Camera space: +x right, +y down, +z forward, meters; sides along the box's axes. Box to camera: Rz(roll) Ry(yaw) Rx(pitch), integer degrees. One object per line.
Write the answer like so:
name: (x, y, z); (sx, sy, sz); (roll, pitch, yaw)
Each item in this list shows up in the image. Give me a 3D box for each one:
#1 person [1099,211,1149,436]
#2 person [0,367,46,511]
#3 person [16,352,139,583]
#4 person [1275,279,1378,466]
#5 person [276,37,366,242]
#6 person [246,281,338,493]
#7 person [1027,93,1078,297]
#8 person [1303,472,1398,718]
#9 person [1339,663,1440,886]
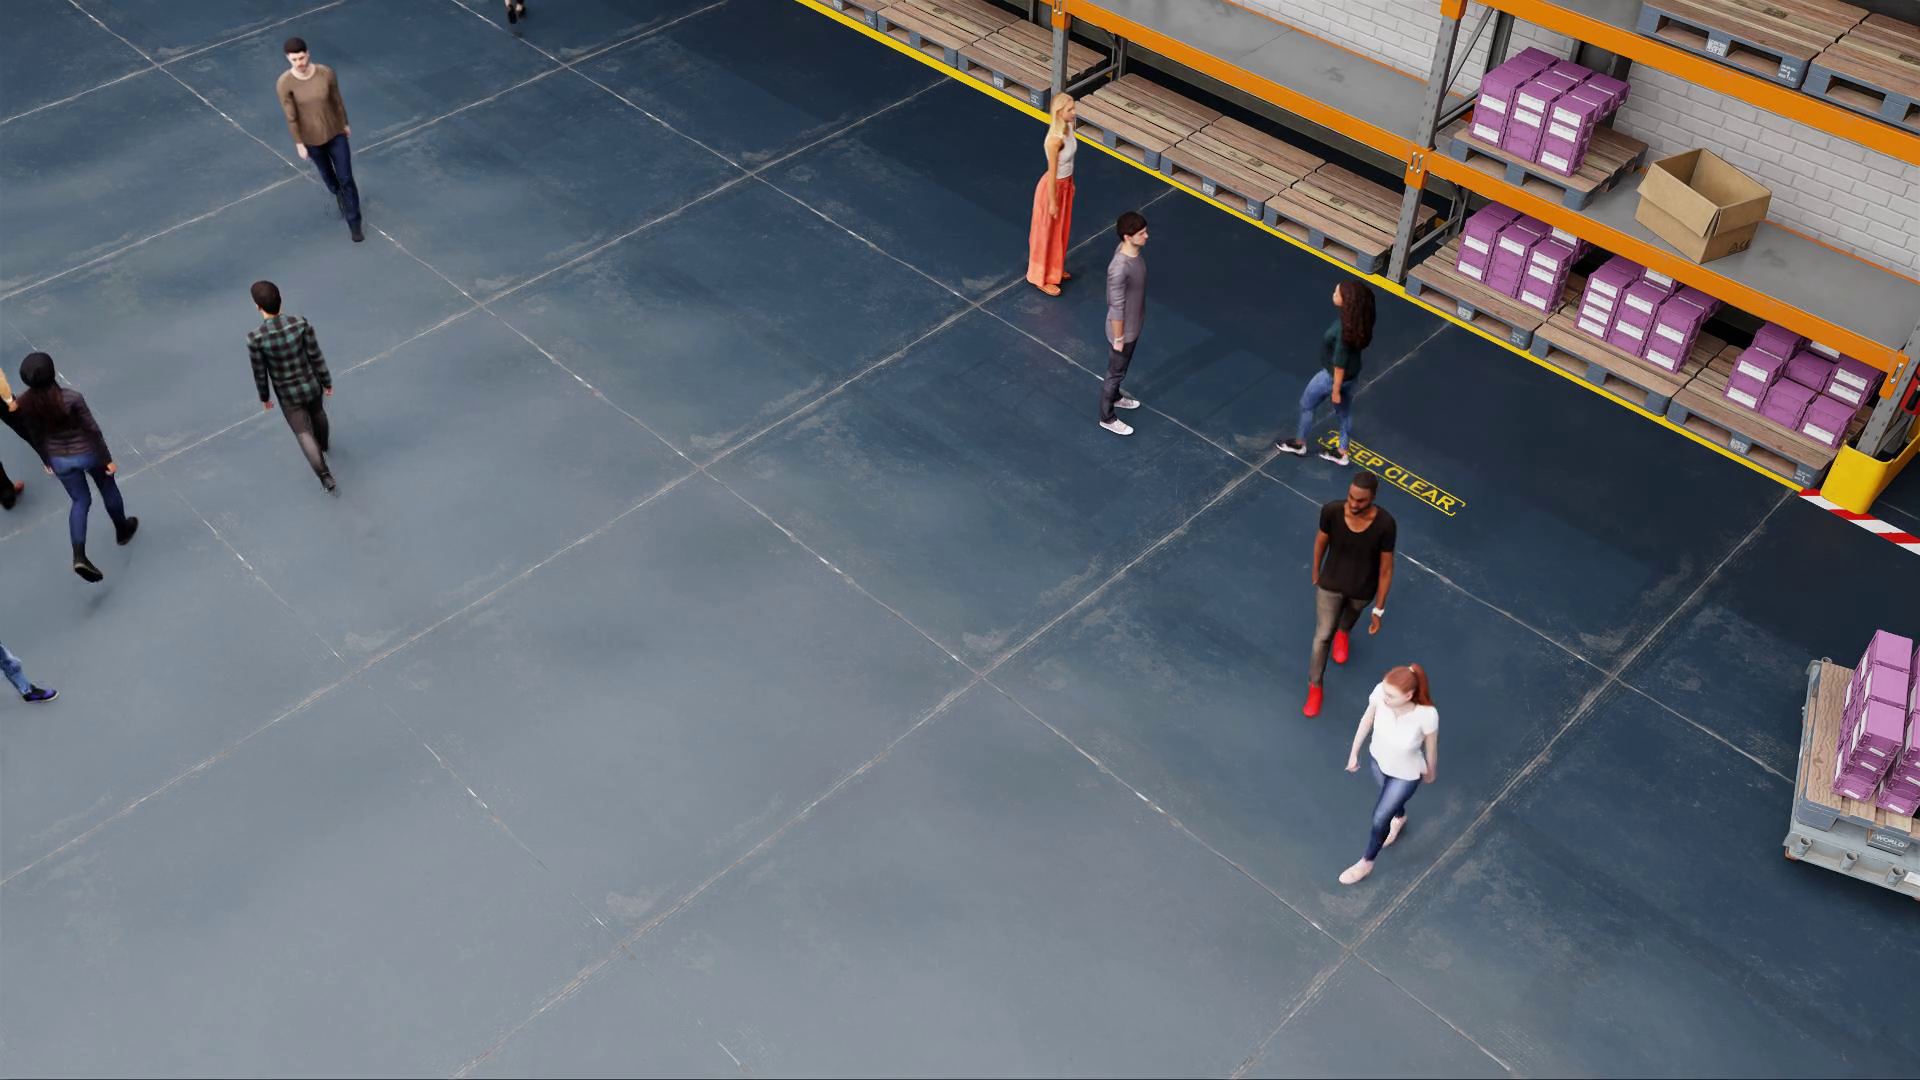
person: (1.231, -1.658, 12.514); (0.732, 1.853, 0.752); (11, 45, 11)
person: (-7.036, -0.964, 11.885); (1.081, 1.716, 1.203); (-5, 44, -6)
person: (-6.060, -0.483, 11.377); (1.047, 1.720, 1.135); (-2, 44, -2)
person: (2.865, -1.191, 12.211); (0.836, 1.596, 0.672); (25, 49, 24)
person: (-5.576, -3.575, 14.548); (0.964, 1.824, 1.273); (-17, 46, -17)
person: (-4.857, -1.089, 12.195); (0.801, 1.685, 1.095); (-27, 50, -25)
person: (0.804, -2.900, 13.855); (0.696, 1.801, 0.703); (18, 46, 18)
person: (2.507, 0.206, 10.629); (1.216, 1.754, 1.088); (12, 45, 12)
person: (2.574, 1.250, 9.570); (0.864, 1.704, 0.666); (32, 52, 29)
